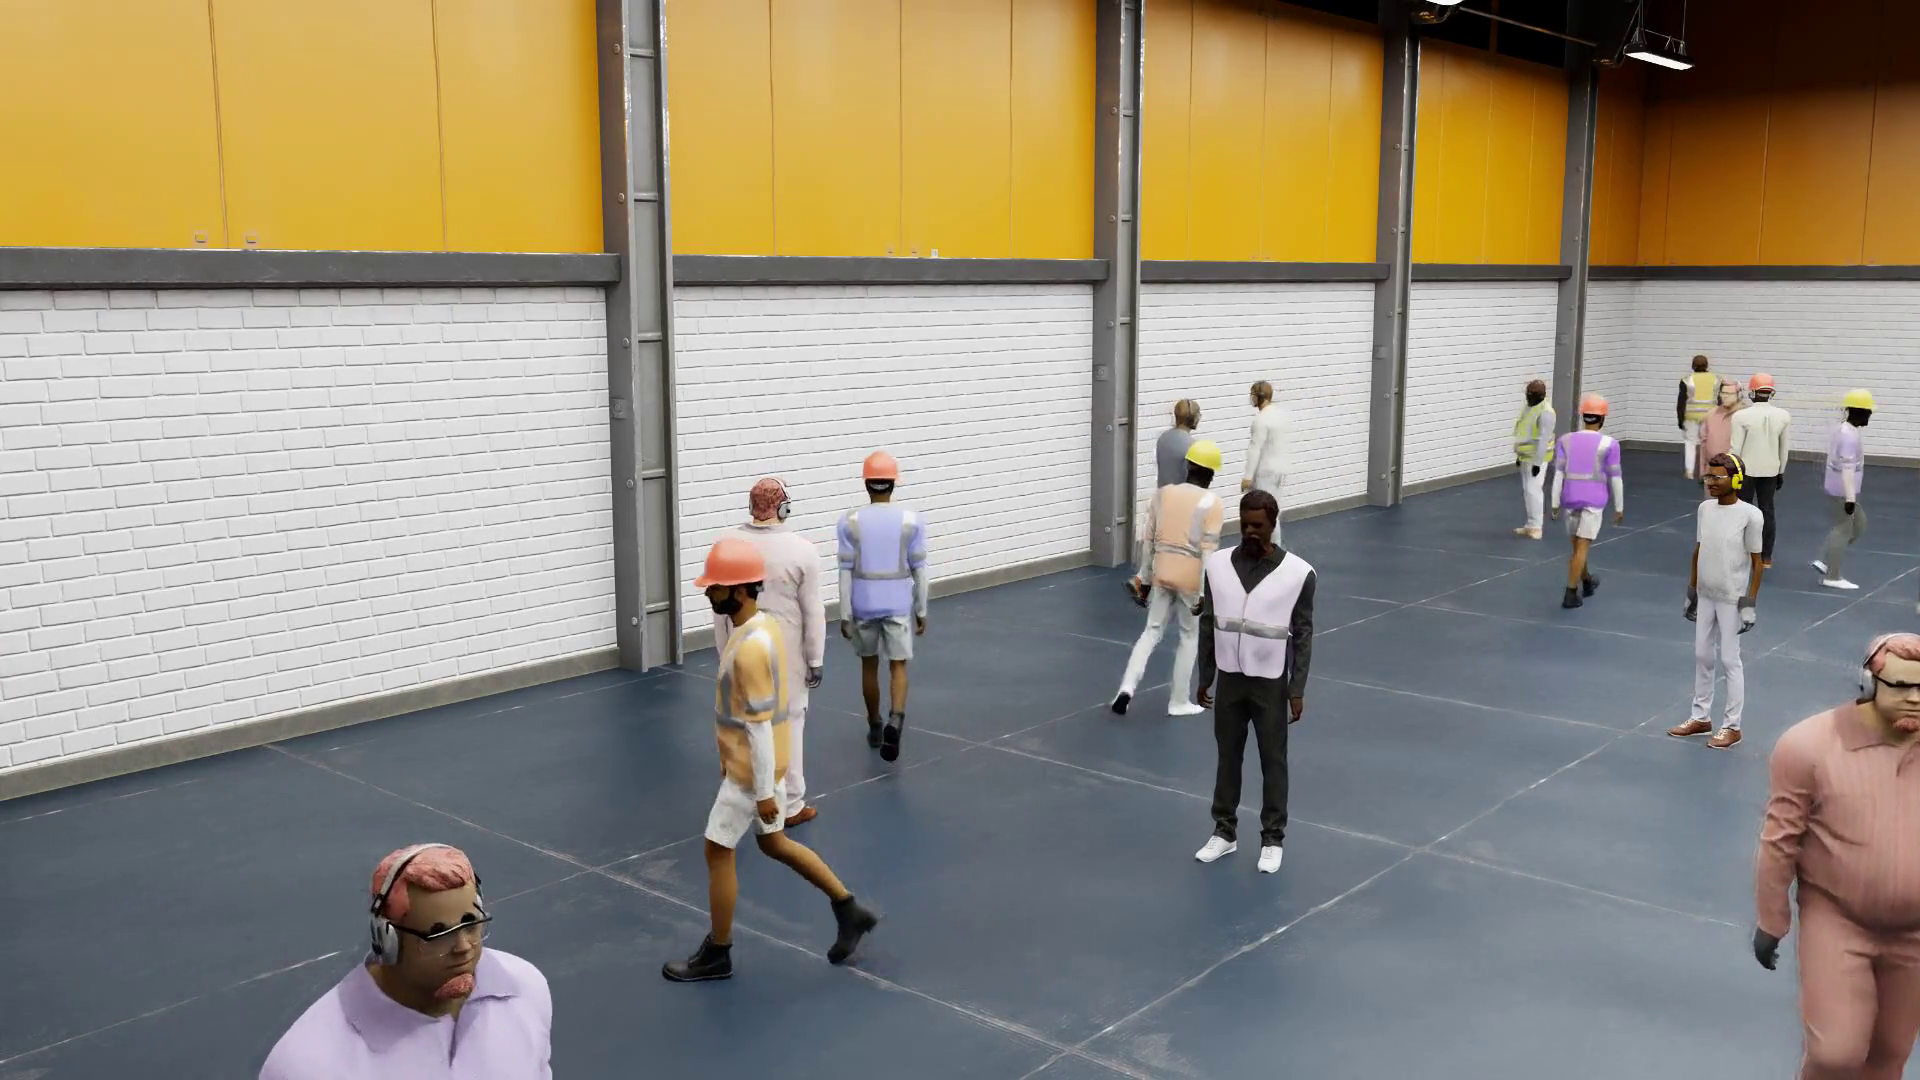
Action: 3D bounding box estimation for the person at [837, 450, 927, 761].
[{"bbox_3d":[-0.478,0.406,10.225,0.553,1.912,0.812,-1,9,-3],"label":"person"}]

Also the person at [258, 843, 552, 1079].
[{"bbox_3d":[-1.113,1.505,3.420,0.911,1.875,0.658,9,12,43],"label":"person"}]

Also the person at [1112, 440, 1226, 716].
[{"bbox_3d":[1.426,0.278,11.101,0.628,1.891,0.763,8,12,42],"label":"person"}]

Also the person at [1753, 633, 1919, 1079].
[{"bbox_3d":[2.859,1.216,5.176,0.675,1.890,0.433,1,9,7],"label":"person"}]

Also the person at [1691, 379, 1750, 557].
[{"bbox_3d":[7.961,-0.719,17.294,0.406,1.906,0.645,-5,11,-31],"label":"person"}]

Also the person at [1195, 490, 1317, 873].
[{"bbox_3d":[1.478,0.708,8.372,0.593,1.896,0.391,5,10,29],"label":"person"}]

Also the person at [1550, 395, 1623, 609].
[{"bbox_3d":[5.719,-0.357,15.049,0.573,1.887,0.969,9,12,43],"label":"person"}]

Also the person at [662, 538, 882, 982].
[{"bbox_3d":[-0.791,0.924,7.000,0.879,1.909,0.548,0,9,-1],"label":"person"}]

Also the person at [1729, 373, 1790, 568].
[{"bbox_3d":[8.071,-0.695,16.868,0.620,1.994,0.381,-1,9,-4],"label":"person"}]

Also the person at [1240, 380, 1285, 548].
[{"bbox_3d":[3.054,-0.656,16.874,0.560,1.921,0.649,4,10,21],"label":"person"}]

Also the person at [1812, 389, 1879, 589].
[{"bbox_3d":[8.433,-0.480,15.775,0.419,1.909,0.619,4,10,25],"label":"person"}]

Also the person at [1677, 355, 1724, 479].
[{"bbox_3d":[10.767,-1.784,24.226,0.647,1.826,0.475,1,9,7],"label":"person"}]

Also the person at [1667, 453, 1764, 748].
[{"bbox_3d":[4.806,0.377,10.528,0.311,1.869,0.532,-4,10,-23],"label":"person"}]

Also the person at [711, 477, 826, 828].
[{"bbox_3d":[-1.019,0.606,9.006,0.640,1.902,0.402,3,9,15],"label":"person"}]

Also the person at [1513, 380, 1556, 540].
[{"bbox_3d":[6.485,-0.912,18.839,0.433,1.814,0.687,0,9,-3],"label":"person"}]

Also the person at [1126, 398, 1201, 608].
[{"bbox_3d":[1.849,-0.276,14.469,0.647,1.926,0.632,-4,10,-22],"label":"person"}]
